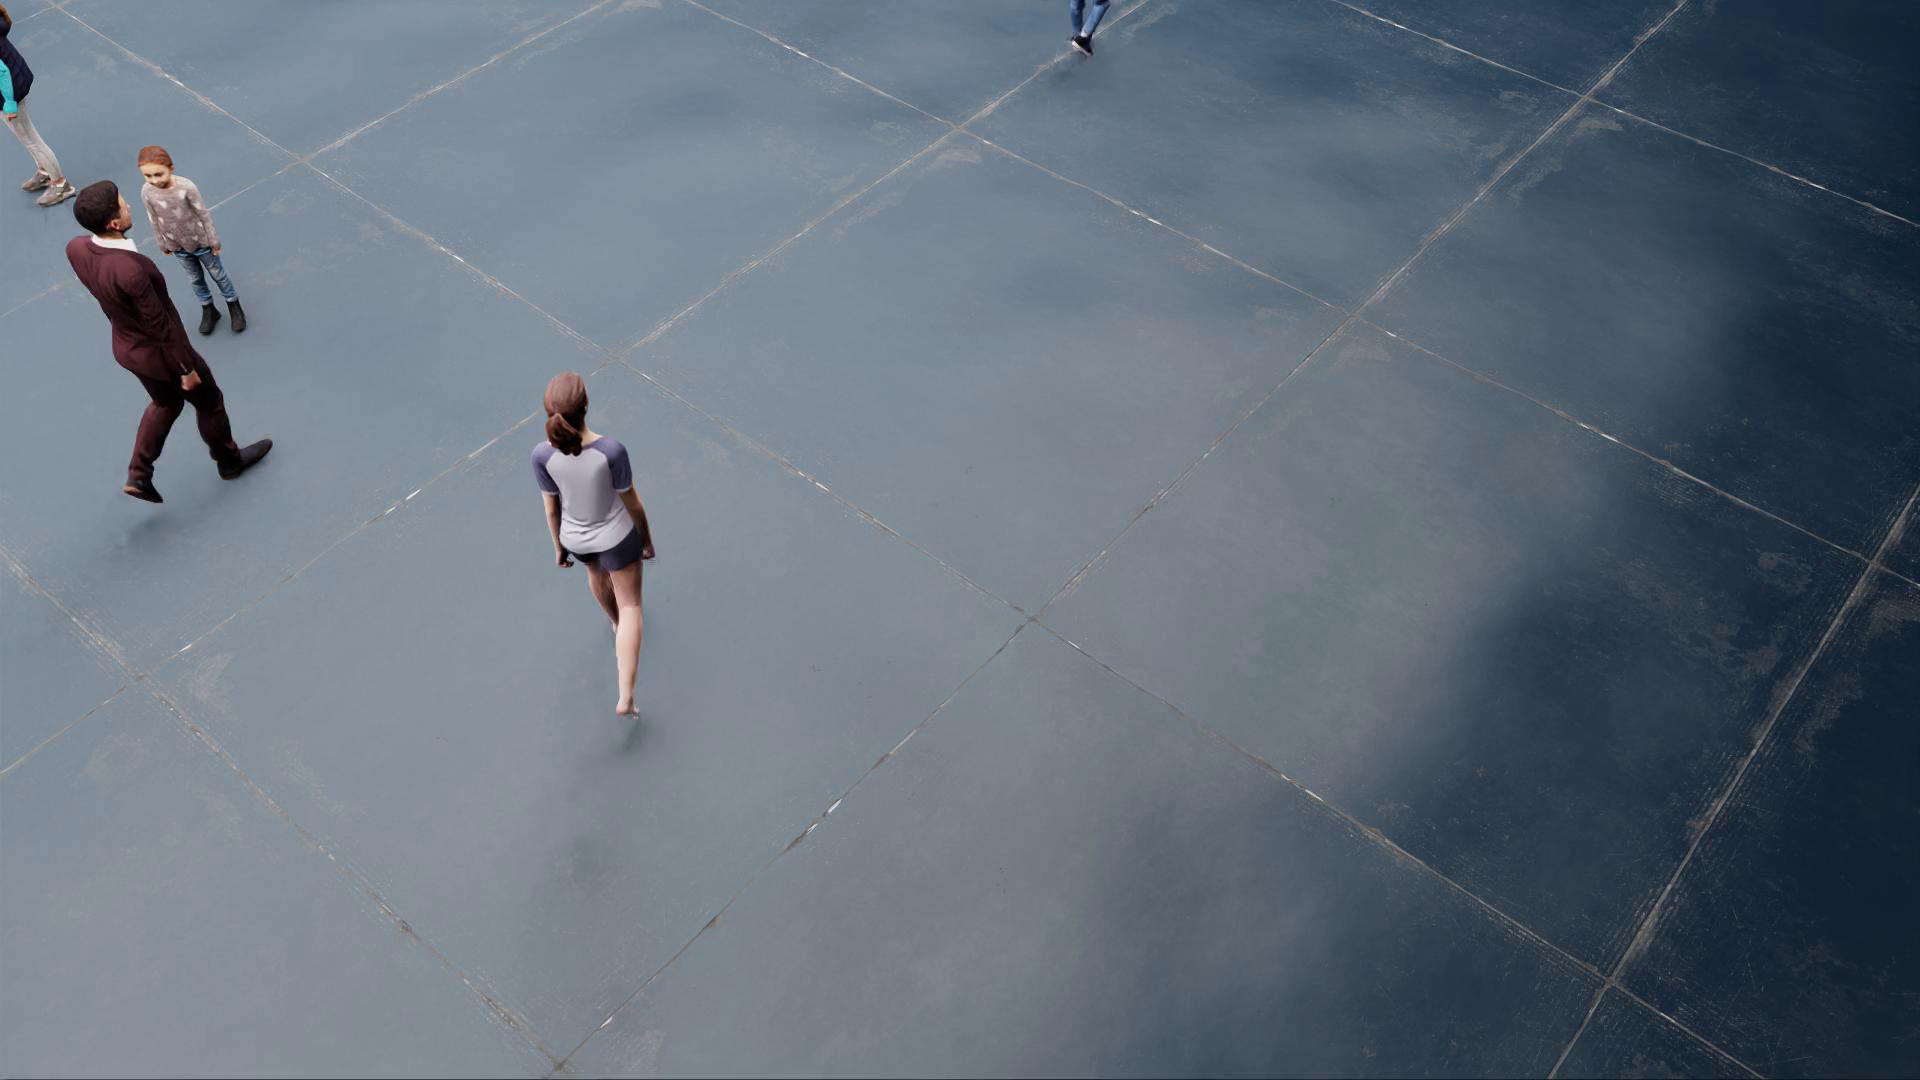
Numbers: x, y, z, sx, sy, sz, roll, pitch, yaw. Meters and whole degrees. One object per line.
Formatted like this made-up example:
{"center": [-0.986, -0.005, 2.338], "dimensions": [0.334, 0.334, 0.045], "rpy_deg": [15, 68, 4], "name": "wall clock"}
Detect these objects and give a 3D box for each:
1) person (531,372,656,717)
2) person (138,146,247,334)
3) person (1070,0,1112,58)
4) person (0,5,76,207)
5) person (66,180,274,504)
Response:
{"center": [-1.580, 0.045, 7.221], "dimensions": [1.022, 1.738, 1.136], "rpy_deg": [0, 47, 0], "name": "person"}
{"center": [-4.249, -1.673, 9.180], "dimensions": [0.542, 1.194, 0.605], "rpy_deg": [-5, 47, -4], "name": "person"}
{"center": [0.826, -3.810, 11.118], "dimensions": [0.529, 1.248, 0.599], "rpy_deg": [28, 53, 23], "name": "person"}
{"center": [-5.710, -2.692, 9.914], "dimensions": [0.608, 1.500, 0.605], "rpy_deg": [-33, 55, -27], "name": "person"}
{"center": [-3.933, -0.884, 8.007], "dimensions": [0.812, 1.845, 1.065], "rpy_deg": [23, 51, 20], "name": "person"}
